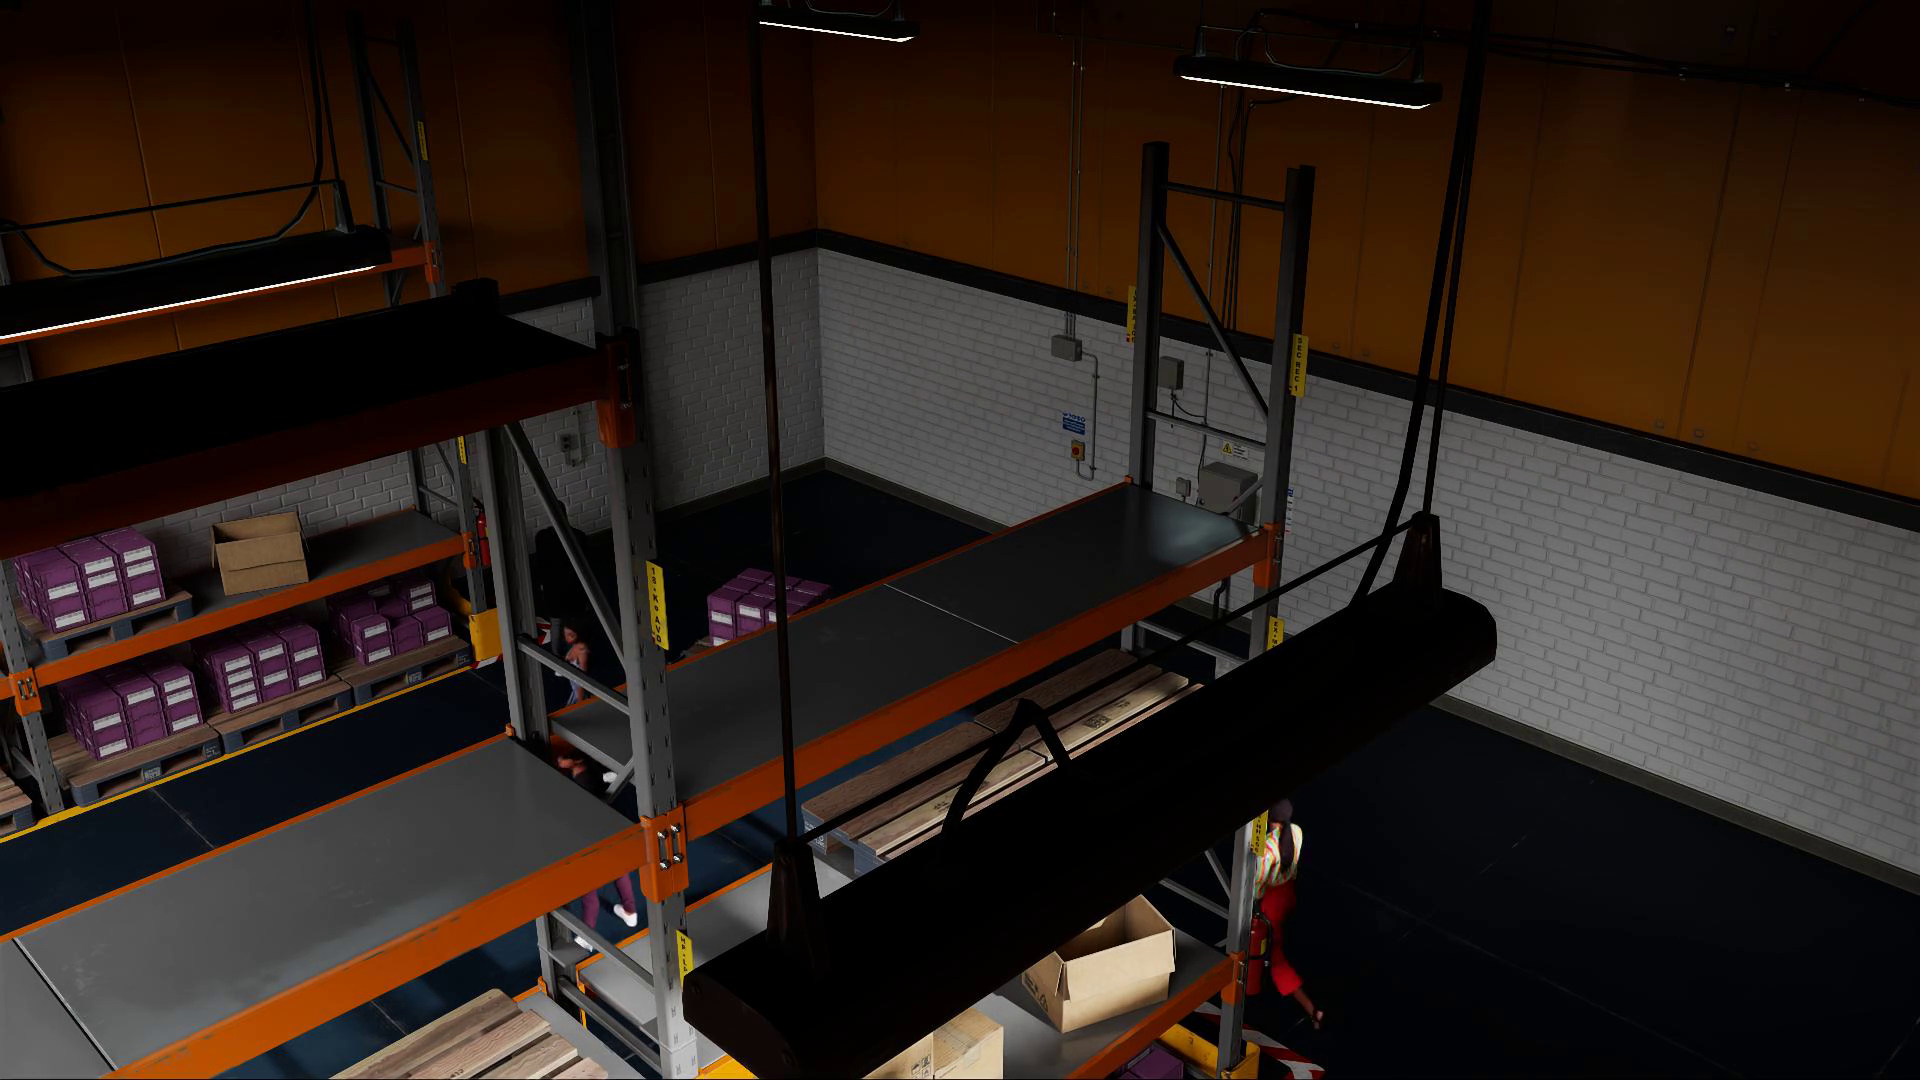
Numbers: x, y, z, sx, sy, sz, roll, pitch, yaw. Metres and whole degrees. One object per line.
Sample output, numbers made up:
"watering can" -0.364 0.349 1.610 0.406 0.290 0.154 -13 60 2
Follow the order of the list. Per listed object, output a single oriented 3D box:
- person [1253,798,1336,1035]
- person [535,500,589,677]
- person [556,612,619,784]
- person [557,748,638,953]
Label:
"person" 2.148 2.503 11.023 1.040 1.759 0.639 -21 31 -39
"person" -3.748 0.451 15.717 0.690 1.761 0.781 -4 24 -8
"person" -3.001 1.341 13.814 1.128 1.654 0.908 -7 25 -16
"person" -2.574 2.107 11.933 1.030 1.757 0.992 -2 24 -5
